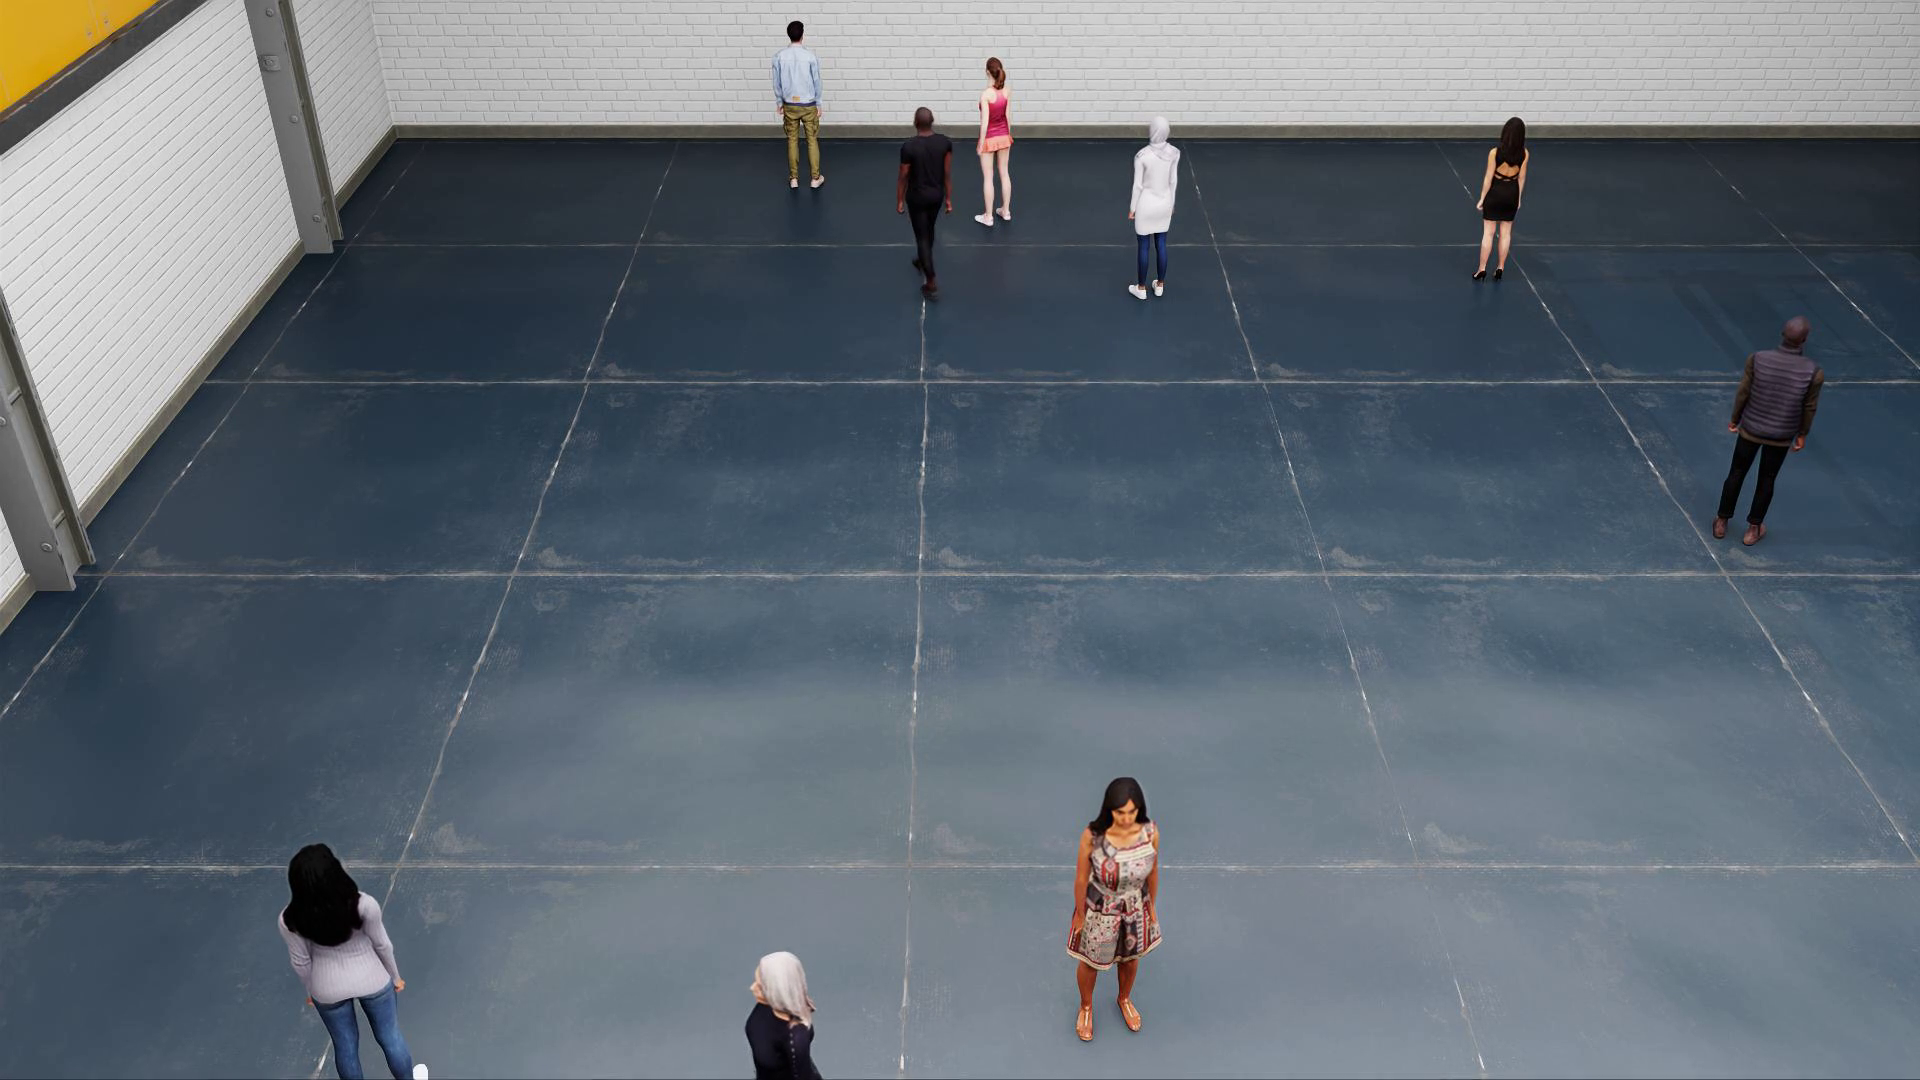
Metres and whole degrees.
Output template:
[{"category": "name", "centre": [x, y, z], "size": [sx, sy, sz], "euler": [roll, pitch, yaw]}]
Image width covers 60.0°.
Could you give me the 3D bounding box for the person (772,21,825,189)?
[{"category": "person", "centre": [-1.754, -4.752, 18.169], "size": [0.686, 1.810, 0.569], "euler": [2, 34, 3]}]

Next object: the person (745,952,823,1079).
[{"category": "person", "centre": [-0.765, 2.454, 7.385], "size": [0.746, 1.747, 0.636], "euler": [-14, 36, -20]}]

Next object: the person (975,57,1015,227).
[{"category": "person", "centre": [0.358, -4.162, 17.332], "size": [0.669, 1.754, 0.709], "euler": [-21, 39, -28]}]

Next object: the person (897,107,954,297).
[{"category": "person", "centre": [-0.315, -3.190, 15.848], "size": [0.957, 1.779, 1.212], "euler": [-12, 36, -18]}]

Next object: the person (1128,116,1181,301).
[{"category": "person", "centre": [1.839, -3.150, 15.791], "size": [0.669, 1.776, 0.625], "euler": [-10, 35, -14]}]

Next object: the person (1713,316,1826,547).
[{"category": "person", "centre": [5.920, -0.805, 12.207], "size": [0.779, 1.836, 0.777], "euler": [19, 38, 26]}]

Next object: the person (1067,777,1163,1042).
[{"category": "person", "centre": [0.786, 1.840, 8.401], "size": [0.692, 1.645, 0.601], "euler": [-7, 34, -10]}]

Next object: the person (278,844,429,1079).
[{"category": "person", "centre": [-2.895, 2.116, 7.904], "size": [0.653, 1.736, 0.606], "euler": [-8, 34, -11]}]

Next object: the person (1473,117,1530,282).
[{"category": "person", "centre": [5.242, -3.283, 16.104], "size": [0.570, 1.650, 0.492], "euler": [2, 34, 3]}]
